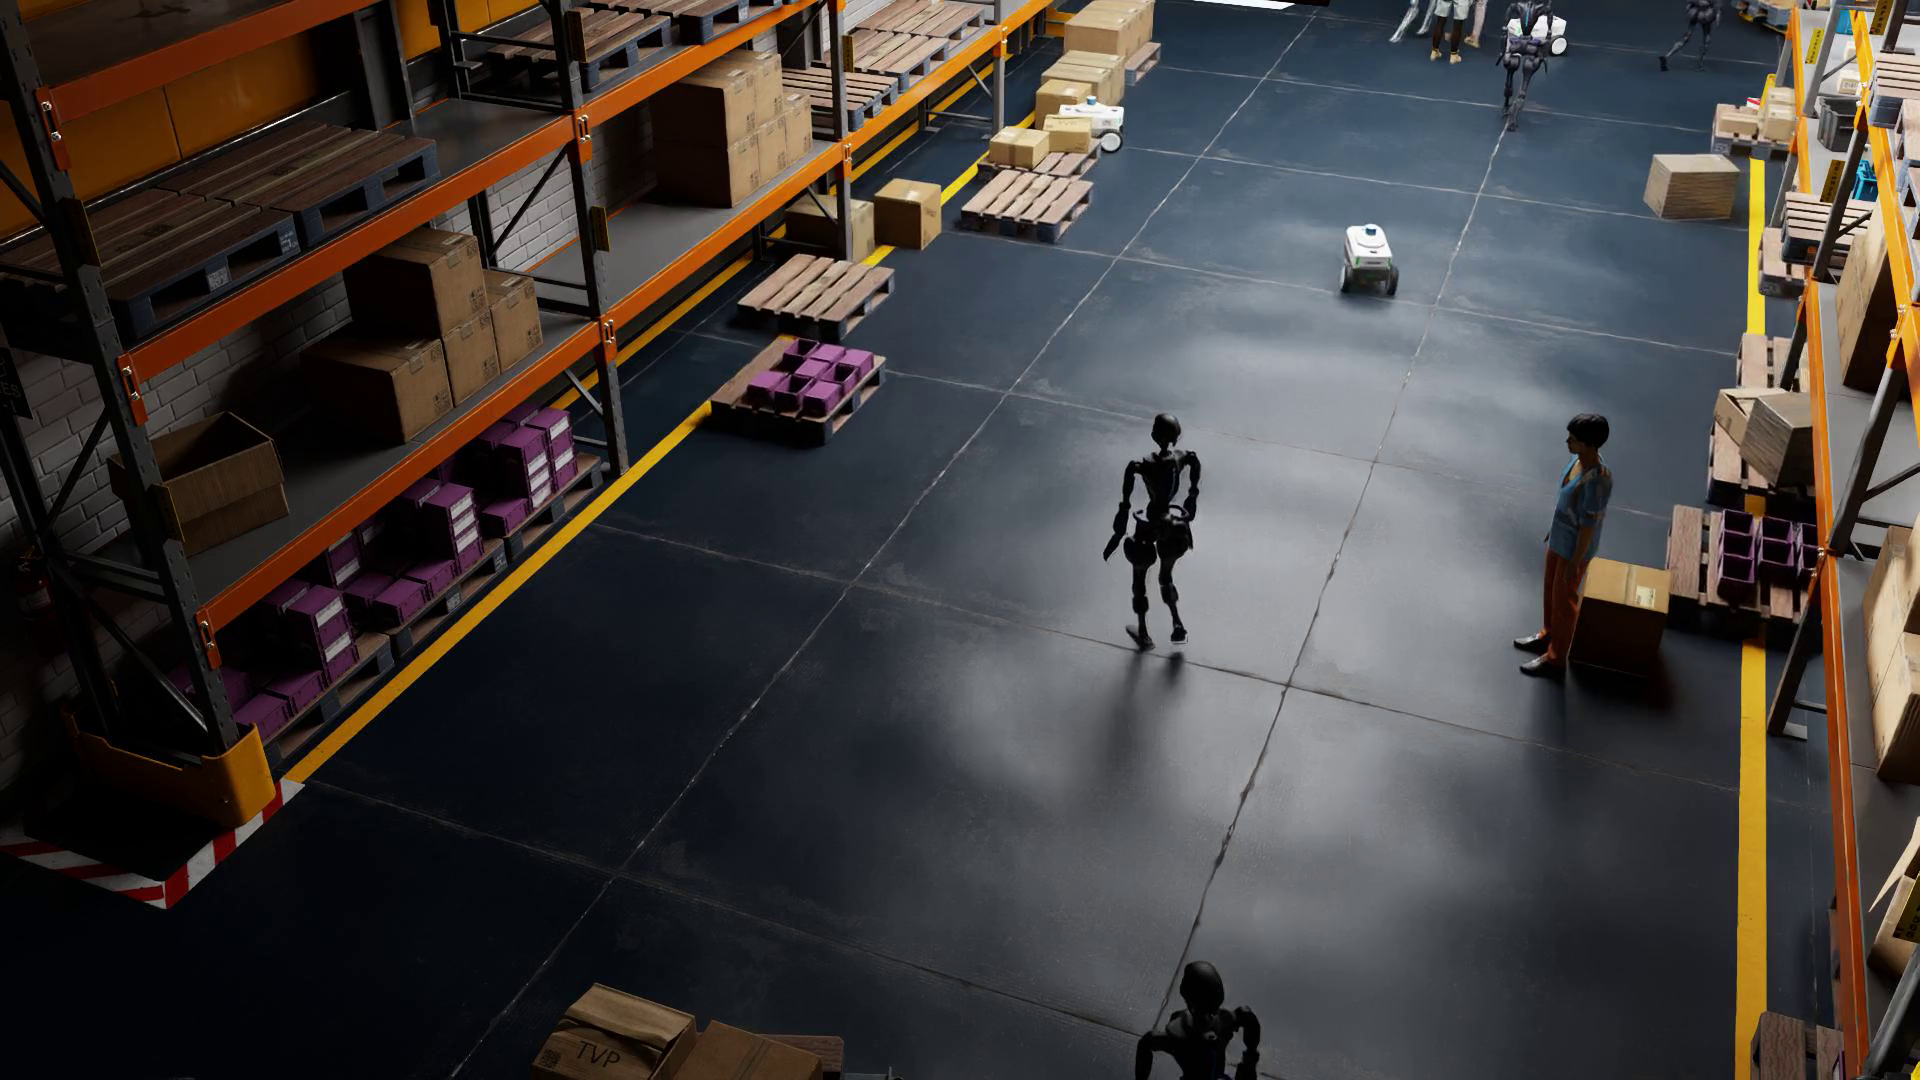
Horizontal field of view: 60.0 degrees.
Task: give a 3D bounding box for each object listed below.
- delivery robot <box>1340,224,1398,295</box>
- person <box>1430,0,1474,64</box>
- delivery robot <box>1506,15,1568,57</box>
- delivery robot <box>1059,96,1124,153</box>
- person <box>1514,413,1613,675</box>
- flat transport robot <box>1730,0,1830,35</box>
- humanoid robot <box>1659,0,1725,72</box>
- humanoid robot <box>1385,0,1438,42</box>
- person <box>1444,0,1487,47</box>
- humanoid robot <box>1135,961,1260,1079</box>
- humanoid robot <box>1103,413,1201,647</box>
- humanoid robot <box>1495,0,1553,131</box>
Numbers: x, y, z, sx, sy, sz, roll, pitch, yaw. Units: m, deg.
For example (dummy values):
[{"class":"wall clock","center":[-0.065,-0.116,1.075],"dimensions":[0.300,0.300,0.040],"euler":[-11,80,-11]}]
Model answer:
[{"class":"delivery robot","center":[3.769,-2.604,15.372],"dimensions":[0.499,0.608,0.799],"euler":[2,33,3]},{"class":"person","center":[6.220,-6.846,20.874],"dimensions":[0.532,1.693,0.320],"euler":[25,40,33]},{"class":"delivery robot","center":[7.420,-6.546,21.447],"dimensions":[0.774,0.581,0.499],"euler":[-8,34,-12]},{"class":"delivery robot","center":[1.483,-4.633,18.505],"dimensions":[0.772,0.601,0.525],"euler":[3,33,4]},{"class":"person","center":[3.724,0.023,10.186],"dimensions":[0.332,1.759,0.499],"euler":[2,33,3]},{"class":"flat transport robot","center":[11.210,-6.961,22.364],"dimensions":[0.659,0.231,1.431],"euler":[-7,34,-11]},{"class":"humanoid robot","center":[9.116,-6.592,20.507],"dimensions":[0.643,1.636,0.615],"euler":[-12,35,-17]},{"class":"humanoid robot","center":[6.032,-7.396,21.722],"dimensions":[0.896,1.799,0.555],"euler":[-23,40,-31]},{"class":"person","center":[6.662,-7.324,21.552],"dimensions":[0.476,1.760,0.590],"euler":[-13,35,-19]},{"class":"humanoid robot","center":[0.919,2.288,6.762],"dimensions":[0.595,1.638,0.657],"euler":[-10,34,-15]},{"class":"humanoid robot","center":[1.217,-0.025,10.333],"dimensions":[0.601,1.651,0.418],"euler":[-13,35,-19]},{"class":"humanoid robot","center":[6.423,-5.554,18.916],"dimensions":[0.589,1.622,0.760],"euler":[13,35,20]}]
